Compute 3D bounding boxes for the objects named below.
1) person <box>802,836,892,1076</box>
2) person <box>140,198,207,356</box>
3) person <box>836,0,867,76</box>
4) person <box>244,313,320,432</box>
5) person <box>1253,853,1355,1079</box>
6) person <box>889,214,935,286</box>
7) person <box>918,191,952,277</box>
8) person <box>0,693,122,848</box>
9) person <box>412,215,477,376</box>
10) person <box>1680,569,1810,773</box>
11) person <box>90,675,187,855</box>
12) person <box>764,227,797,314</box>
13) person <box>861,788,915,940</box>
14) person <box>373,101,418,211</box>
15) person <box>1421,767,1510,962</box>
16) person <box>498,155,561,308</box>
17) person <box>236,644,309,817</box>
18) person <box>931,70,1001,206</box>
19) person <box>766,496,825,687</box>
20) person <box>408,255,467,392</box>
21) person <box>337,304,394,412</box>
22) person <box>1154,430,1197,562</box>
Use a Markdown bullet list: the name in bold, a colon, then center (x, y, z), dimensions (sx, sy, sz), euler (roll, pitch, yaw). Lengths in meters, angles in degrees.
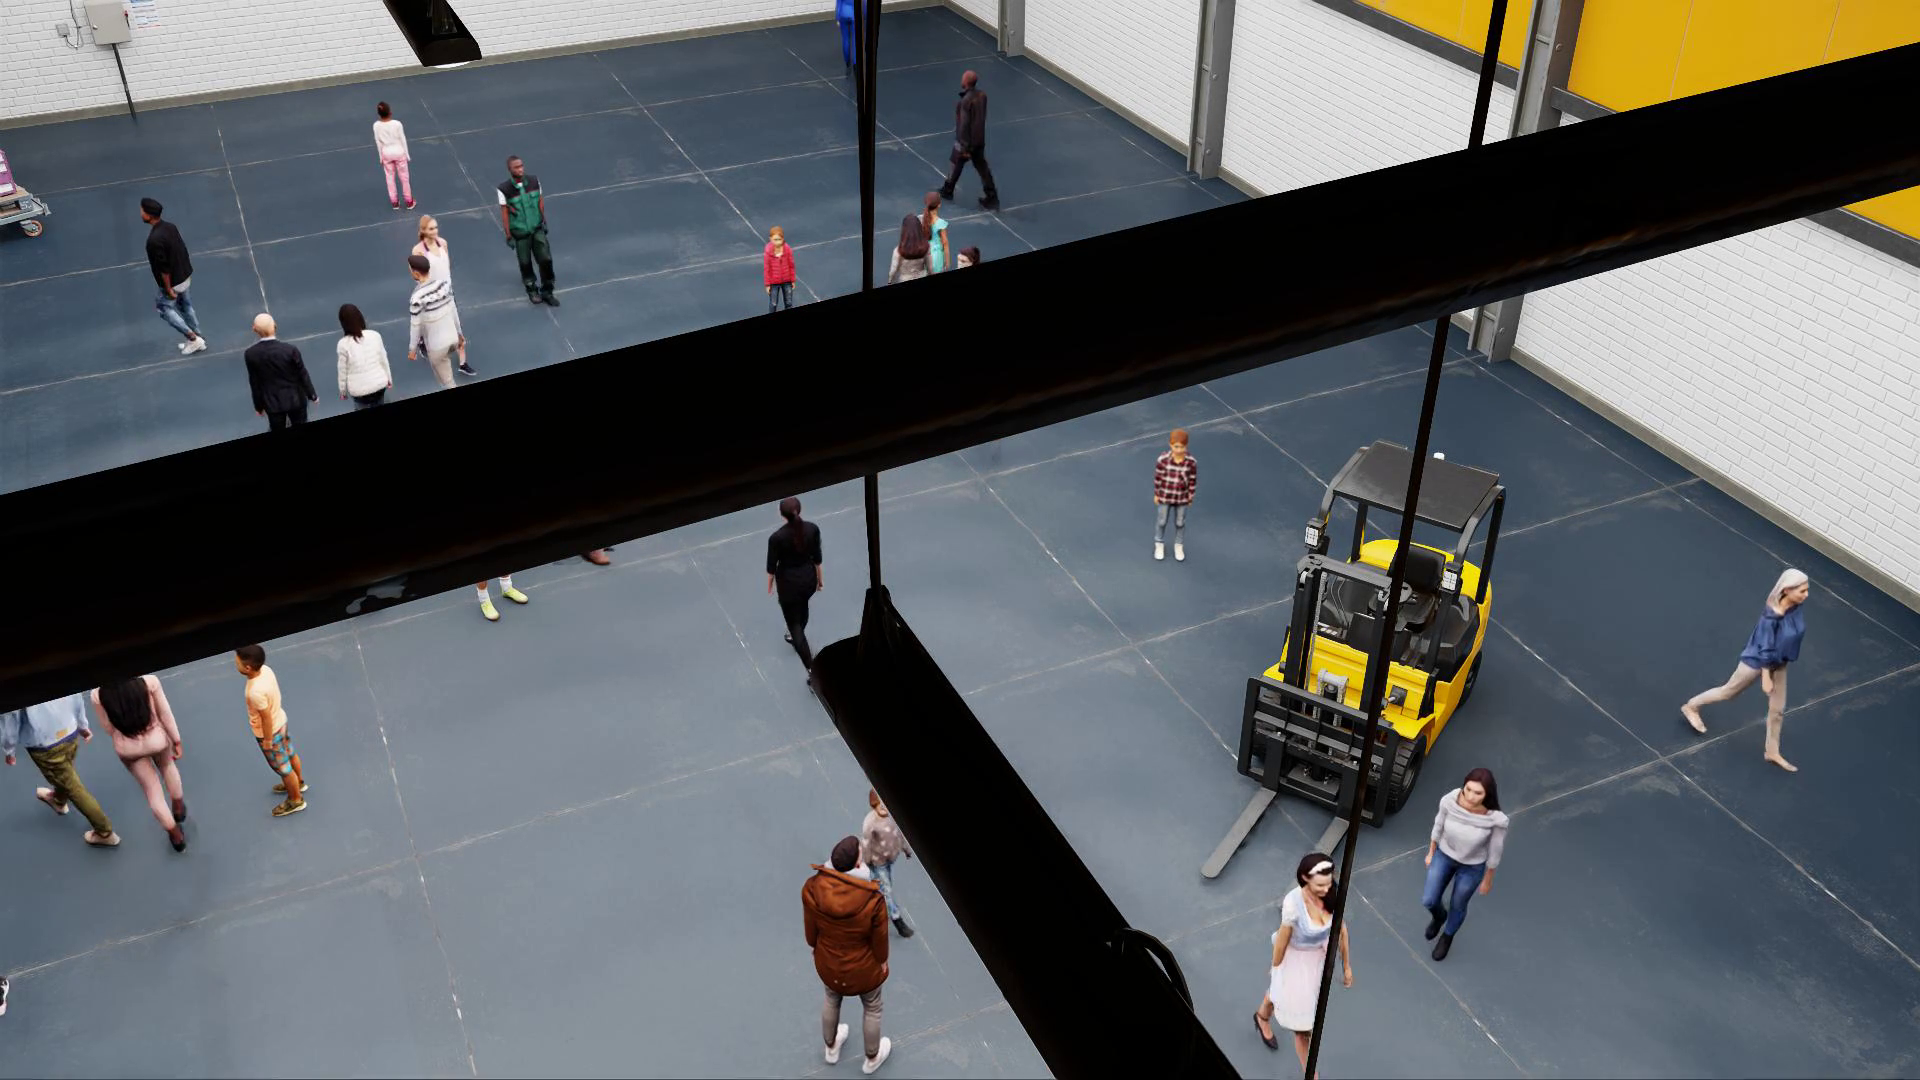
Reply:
- **person**: center (-0.669, 2.504, 10.015), dimensions (0.837, 1.836, 0.890), euler (9, 35, 14)
- **person**: center (-8.499, -2.866, 18.132), dimensions (0.869, 1.795, 0.757), euler (2, 34, 2)
- **person**: center (-1.714, -8.200, 26.268), dimensions (0.916, 1.672, 1.190), euler (-1, 34, -2)
- **person**: center (-6.409, -1.302, 15.777), dimensions (0.779, 1.797, 0.741), euler (-6, 34, -9)
- **person**: center (2.006, 2.515, 10.054), dimensions (0.730, 1.775, 1.156), euler (-18, 38, -25)
- **person**: center (-0.486, -2.614, 17.823), dimensions (0.593, 1.717, 0.930), euler (-14, 36, -19)
- **person**: center (-0.357, -3.172, 18.816), dimensions (0.675, 1.548, 0.741), euler (15, 36, 21)
- **person**: center (-6.298, 1.442, 11.667), dimensions (1.207, 1.777, 1.123), euler (13, 36, 18)
- **person**: center (-5.678, -2.638, 17.827), dimensions (1.227, 1.752, 0.915), euler (27, 42, 34)
- **person**: center (5.974, 0.917, 12.566), dimensions (0.717, 1.654, 1.187), euler (-20, 38, -27)
- **person**: center (-5.699, 1.505, 11.642), dimensions (0.646, 1.698, 0.791), euler (-18, 37, -24)
- **person**: center (-2.017, -2.900, 18.618), dimensions (0.526, 1.313, 0.511), euler (-10, 35, -14)
- **person**: center (-0.551, 2.086, 11.241), dimensions (0.631, 1.175, 0.809), euler (-27, 42, -34)
- **person**: center (-7.395, -5.036, 21.709), dimensions (0.597, 1.448, 0.593), euler (-2, 34, -3)
- **person**: center (3.289, 2.064, 10.868), dimensions (0.694, 1.625, 0.785), euler (21, 39, 28)
- **person**: center (-5.036, -3.589, 19.194), dimensions (0.793, 1.823, 0.849), euler (-21, 39, -29)
- **person**: center (-5.003, 1.350, 12.091), dimensions (0.627, 1.461, 0.484), euler (-7, 34, -11)
- **person**: center (0.227, -5.178, 21.622), dimensions (1.306, 1.782, 1.096), euler (21, 39, 28)
- **person**: center (-1.282, 0.427, 13.331), dimensions (0.672, 1.624, 1.080), euler (-19, 38, -26)
- **person**: center (-5.166, -1.983, 16.759), dimensions (1.016, 1.843, 0.948), euler (13, 36, 19)
- **person**: center (-5.763, -1.498, 16.228), dimensions (0.836, 1.623, 0.973), euler (-25, 41, -32)
- **person**: center (1.911, -0.419, 14.894), dimensions (0.610, 1.304, 0.645), euler (4, 34, 6)
